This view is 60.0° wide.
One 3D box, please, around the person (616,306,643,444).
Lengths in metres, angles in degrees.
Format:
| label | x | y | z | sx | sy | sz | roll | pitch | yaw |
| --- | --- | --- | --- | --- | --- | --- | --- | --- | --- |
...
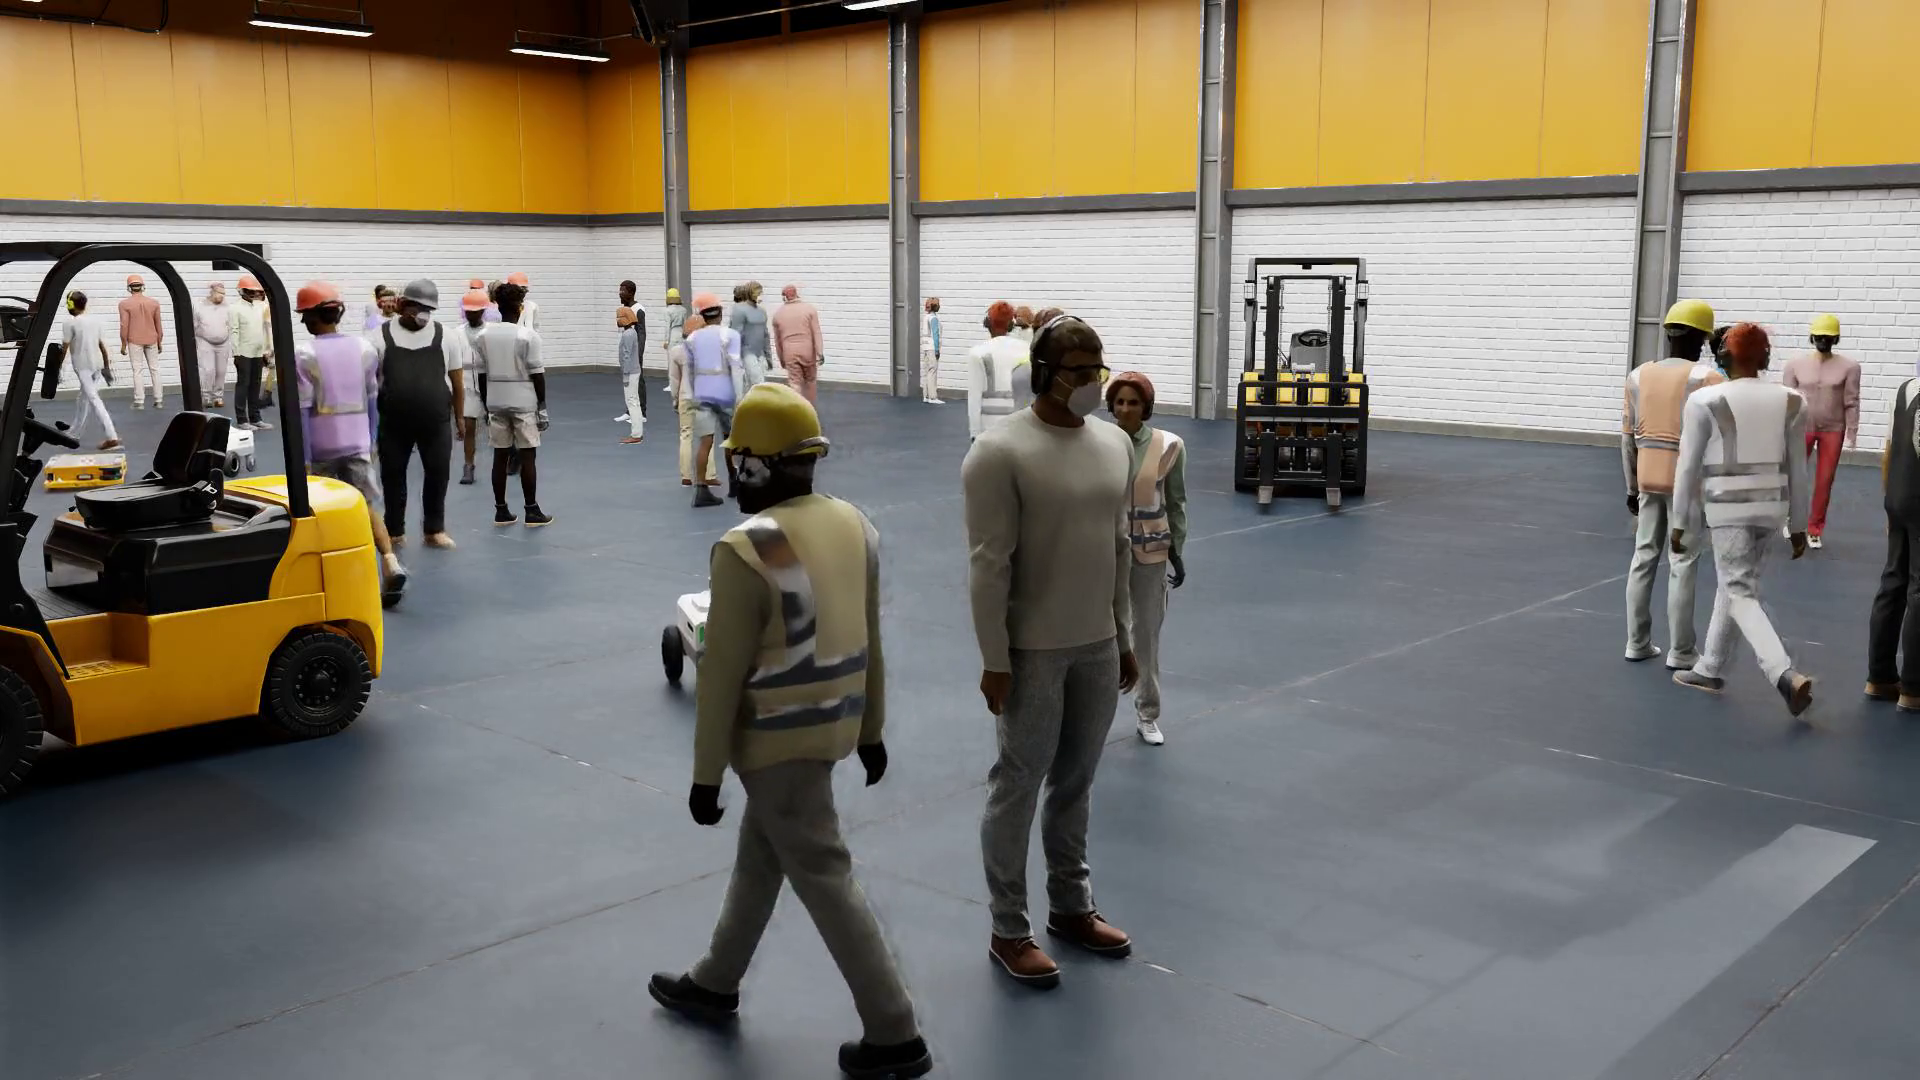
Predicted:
| label | x | y | z | sx | sy | sz | roll | pitch | yaw |
| --- | --- | --- | --- | --- | --- | --- | --- | --- | --- |
| person | -3.933 | -1.957 | 19.782 | 0.277 | 1.626 | 0.501 | -1 | 9 | -5 |

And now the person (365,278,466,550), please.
| label | x | y | z | sx | sy | sz | roll | pitch | yaw |
| --- | --- | --- | --- | --- | --- | --- | --- | --- | --- |
| person | -4.029 | -0.923 | 12.171 | 0.789 | 2.000 | 0.534 | -3 | 10 | -20 |

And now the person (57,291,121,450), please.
| label | x | y | z | sx | sy | sz | roll | pitch | yaw |
| --- | --- | --- | --- | --- | --- | --- | --- | --- | --- |
| person | -10.097 | -1.941 | 19.111 | 1.020 | 1.811 | 0.509 | 2 | 10 | 13 |

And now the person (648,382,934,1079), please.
| label | x | y | z | sx | sy | sz | roll | pitch | yaw |
| --- | --- | --- | --- | --- | --- | --- | --- | --- | --- |
| person | -0.449 | 0.488 | 4.309 | 0.959 | 1.785 | 0.605 | 5 | 10 | 28 |

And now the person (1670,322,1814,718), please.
| label | x | y | z | sx | sy | sz | roll | pitch | yaw |
| --- | --- | --- | --- | --- | --- | --- | --- | --- | --- |
| person | 3.705 | -0.101 | 7.789 | 0.593 | 1.841 | 0.905 | -1 | 9 | -7 |

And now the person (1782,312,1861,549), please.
| label | x | y | z | sx | sy | sz | roll | pitch | yaw |
| --- | --- | --- | --- | --- | --- | --- | --- | --- | --- |
| person | 6.377 | -0.810 | 12.356 | 0.533 | 1.753 | 0.381 | 4 | 10 | 25 |

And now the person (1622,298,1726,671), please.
| label | x | y | z | sx | sy | sz | roll | pitch | yaw |
| --- | --- | --- | --- | --- | --- | --- | --- | --- | --- |
| person | 3.712 | -0.285 | 8.634 | 0.375 | 1.919 | 0.584 | -6 | 11 | -31 |

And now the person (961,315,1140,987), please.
| label | x | y | z | sx | sy | sz | roll | pitch | yaw |
| --- | --- | --- | --- | --- | --- | --- | --- | --- | --- |
| person | 0.289 | 0.314 | 4.906 | 0.631 | 1.939 | 0.372 | -8 | 12 | -41 |

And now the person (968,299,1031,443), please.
| label | x | y | z | sx | sy | sz | roll | pitch | yaw |
| --- | --- | --- | --- | --- | --- | --- | --- | --- | --- |
| person | 0.336 | -0.839 | 12.230 | 0.572 | 1.862 | 0.852 | -4 | 10 | -24 |

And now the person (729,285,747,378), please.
| label | x | y | z | sx | sy | sz | roll | pitch | yaw |
| --- | --- | --- | --- | --- | --- | --- | --- | --- | --- |
| person | -3.415 | -2.984 | 25.484 | 0.776 | 1.810 | 0.643 | 2 | 9 | 11 |

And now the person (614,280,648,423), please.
| label | x | y | z | sx | sy | sz | roll | pitch | yaw |
| --- | --- | --- | --- | --- | --- | --- | --- | --- | --- |
| person | -4.432 | -2.544 | 22.488 | 0.392 | 1.919 | 0.590 | -7 | 12 | -38 |

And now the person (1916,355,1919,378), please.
| label | x | y | z | sx | sy | sz | roll | pitch | yaw |
| --- | --- | --- | --- | --- | --- | --- | --- | --- | --- |
| person | 6.689 | -0.671 | 11.039 | 0.643 | 1.909 | 0.410 | 9 | 13 | 43 |

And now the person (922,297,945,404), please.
| label | x | y | z | sx | sy | sz | roll | pitch | yaw |
| --- | --- | --- | --- | --- | --- | --- | --- | --- | --- |
| person | -0.424 | -2.911 | 25.585 | 0.307 | 1.640 | 0.521 | -3 | 10 | -18 |

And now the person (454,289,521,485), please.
| label | x | y | z | sx | sy | sz | roll | pitch | yaw |
| --- | --- | --- | --- | --- | --- | --- | --- | --- | --- |
| person | -4.641 | -1.510 | 16.261 | 0.590 | 1.895 | 0.906 | 2 | 9 | 11 |

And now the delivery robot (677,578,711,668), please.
| label | x | y | z | sx | sy | sz | roll | pitch | yaw |
| --- | --- | --- | --- | --- | --- | --- | --- | --- | --- |
| delivery robot | -1.178 | 0.421 | 8.185 | 0.477 | 0.478 | 0.707 | -3 | 10 | -18 |

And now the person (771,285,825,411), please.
| label | x | y | z | sx | sy | sz | roll | pitch | yaw |
| --- | --- | --- | --- | --- | --- | --- | --- | --- | --- |
| person | -2.149 | -2.474 | 22.251 | 0.721 | 1.855 | 0.827 | 0 | 9 | 1 |

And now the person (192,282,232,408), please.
| label | x | y | z | sx | sy | sz | roll | pitch | yaw |
| --- | --- | --- | --- | --- | --- | --- | --- | --- | --- |
| person | -11.094 | -2.895 | 24.788 | 0.663 | 1.868 | 0.594 | -7 | 12 | -37 |

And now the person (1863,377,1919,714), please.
| label | x | y | z | sx | sy | sz | roll | pitch | yaw |
| --- | --- | --- | --- | --- | --- | --- | --- | --- | --- |
| person | 4.523 | -0.111 | 7.796 | 0.332 | 1.842 | 0.508 | -1 | 9 | -4 |

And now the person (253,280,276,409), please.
| label | x | y | z | sx | sy | sz | roll | pitch | yaw |
| --- | --- | --- | --- | --- | --- | --- | --- | --- | --- |
| person | -10.354 | -2.886 | 24.596 | 0.556 | 1.917 | 0.490 | 1 | 9 | 6 |

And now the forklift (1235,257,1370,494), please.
| label | x | y | z | sx | sy | sz | roll | pitch | yaw |
| --- | --- | --- | --- | --- | --- | --- | --- | --- | --- |
| forklift | 3.309 | -1.629 | 16.029 | 1.214 | 2.155 | 2.313 | 2 | 9 | 11 |

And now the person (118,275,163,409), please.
| label | x | y | z | sx | sy | sz | roll | pitch | yaw |
| --- | --- | --- | --- | --- | --- | --- | --- | --- | --- |
| person | -12.121 | -2.925 | 24.620 | 0.393 | 1.985 | 0.610 | 8 | 12 | 41 |

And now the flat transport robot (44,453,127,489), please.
| label | x | y | z | sx | sy | sz | roll | pitch | yaw |
| --- | --- | --- | --- | --- | --- | --- | --- | --- | --- |
| flat transport robot | -8.446 | -0.679 | 16.085 | 0.652 | 0.197 | 1.431 | -4 | 10 | -25 |

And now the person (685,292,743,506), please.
| label | x | y | z | sx | sy | sz | roll | pitch | yaw |
| --- | --- | --- | --- | --- | --- | --- | --- | --- | --- |
| person | -2.149 | -1.255 | 14.759 | 0.599 | 1.862 | 0.965 | 2 | 10 | 13 |

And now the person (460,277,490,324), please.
| label | x | y | z | sx | sy | sz | roll | pitch | yaw |
| --- | --- | --- | --- | --- | --- | --- | --- | --- | --- |
| person | -8.324 | -3.569 | 28.761 | 0.560 | 1.921 | 0.418 | 3 | 10 | 17 |

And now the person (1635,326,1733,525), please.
| label | x | y | z | sx | sy | sz | roll | pitch | yaw |
| --- | --- | --- | --- | --- | --- | --- | --- | --- | --- |
| person | 5.527 | -0.778 | 12.450 | 0.803 | 1.667 | 0.534 | 4 | 10 | 25 |

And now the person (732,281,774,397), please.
| label | x | y | z | sx | sy | sz | roll | pitch | yaw |
| --- | --- | --- | --- | --- | --- | --- | --- | --- | --- |
| person | -2.529 | -2.259 | 20.719 | 0.547 | 1.921 | 0.660 | 4 | 10 | 24 |

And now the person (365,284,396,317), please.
| label | x | y | z | sx | sy | sz | roll | pitch | yaw |
| --- | --- | --- | --- | --- | --- | --- | --- | --- | --- |
| person | -9.108 | -3.093 | 26.098 | 0.523 | 1.843 | 0.863 | -1 | 9 | -3 |

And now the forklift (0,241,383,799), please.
| label | x | y | z | sx | sy | sz | roll | pitch | yaw |
| --- | --- | --- | --- | --- | --- | --- | --- | --- | --- |
| forklift | -3.706 | -0.171 | 7.093 | 1.214 | 2.155 | 2.313 | 9 | 13 | 43 |

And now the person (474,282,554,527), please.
| label | x | y | z | sx | sy | sz | roll | pitch | yaw |
| --- | --- | --- | --- | --- | --- | --- | --- | --- | --- |
| person | -3.577 | -1.078 | 13.347 | 0.606 | 1.967 | 0.367 | 3 | 10 | 16 |

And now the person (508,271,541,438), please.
| label | x | y | z | sx | sy | sz | roll | pitch | yaw |
| --- | --- | --- | --- | --- | --- | --- | --- | --- | --- |
| person | -5.411 | -2.280 | 20.486 | 0.396 | 2.042 | 0.610 | 9 | 13 | 42 |

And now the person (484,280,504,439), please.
| label | x | y | z | sx | sy | sz | roll | pitch | yaw |
| --- | --- | --- | --- | --- | --- | --- | --- | --- | --- |
| person | -5.581 | -2.195 | 20.282 | 0.352 | 1.937 | 0.635 | 2 | 10 | 13 |

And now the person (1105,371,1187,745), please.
| label | x | y | z | sx | sy | sz | roll | pitch | yaw |
| --- | --- | --- | --- | --- | --- | --- | --- | --- | --- |
| person | 0.724 | 0.086 | 7.221 | 0.521 | 1.636 | 0.311 | 0 | 9 | -1 |

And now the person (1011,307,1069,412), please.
| label | x | y | z | sx | sy | sz | roll | pitch | yaw |
| --- | --- | --- | --- | --- | --- | --- | --- | --- | --- |
| person | 0.533 | -0.601 | 10.852 | 0.529 | 1.827 | 0.643 | 5 | 11 | 29 |

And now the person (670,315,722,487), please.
| label | x | y | z | sx | sy | sz | roll | pitch | yaw |
| --- | --- | --- | --- | --- | --- | --- | --- | --- | --- |
| person | -2.498 | -1.311 | 15.796 | 0.507 | 1.632 | 0.278 | 2 | 9 | 9 |

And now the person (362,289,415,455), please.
| label | x | y | z | sx | sy | sz | roll | pitch | yaw |
| --- | --- | --- | --- | --- | --- | --- | --- | --- | --- |
| person | -6.393 | -1.887 | 18.676 | 0.567 | 1.846 | 0.389 | -5 | 11 | -30 |

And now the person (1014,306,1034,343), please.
| label | x | y | z | sx | sy | sz | roll | pitch | yaw |
| --- | --- | --- | --- | --- | --- | --- | --- | --- | --- |
| person | 0.729 | -2.015 | 20.120 | 0.425 | 1.618 | 0.522 | -2 | 9 | -12 |

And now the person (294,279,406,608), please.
| label | x | y | z | sx | sy | sz | roll | pitch | yaw |
| --- | --- | --- | --- | --- | --- | --- | --- | --- | --- |
| person | -3.766 | -0.575 | 10.125 | 0.921 | 2.017 | 0.608 | 9 | 13 | 43 |

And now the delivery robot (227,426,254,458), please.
| label | x | y | z | sx | sy | sz | roll | pitch | yaw |
| --- | --- | --- | --- | --- | --- | --- | --- | --- | --- |
| delivery robot | -7.427 | -0.973 | 16.737 | 0.477 | 0.478 | 0.707 | 1 | 9 | 6 |

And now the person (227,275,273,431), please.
| label | x | y | z | sx | sy | sz | roll | pitch | yaw |
| --- | --- | --- | --- | --- | --- | --- | --- | --- | --- |
| person | -9.085 | -2.388 | 21.297 | 0.393 | 1.990 | 0.617 | 2 | 10 | 13 |

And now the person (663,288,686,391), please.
| label | x | y | z | sx | sy | sz | roll | pitch | yaw |
| --- | --- | --- | --- | --- | --- | --- | --- | --- | --- |
| person | -4.858 | -3.407 | 28.323 | 0.303 | 1.742 | 0.514 | 7 | 12 | 37 |
